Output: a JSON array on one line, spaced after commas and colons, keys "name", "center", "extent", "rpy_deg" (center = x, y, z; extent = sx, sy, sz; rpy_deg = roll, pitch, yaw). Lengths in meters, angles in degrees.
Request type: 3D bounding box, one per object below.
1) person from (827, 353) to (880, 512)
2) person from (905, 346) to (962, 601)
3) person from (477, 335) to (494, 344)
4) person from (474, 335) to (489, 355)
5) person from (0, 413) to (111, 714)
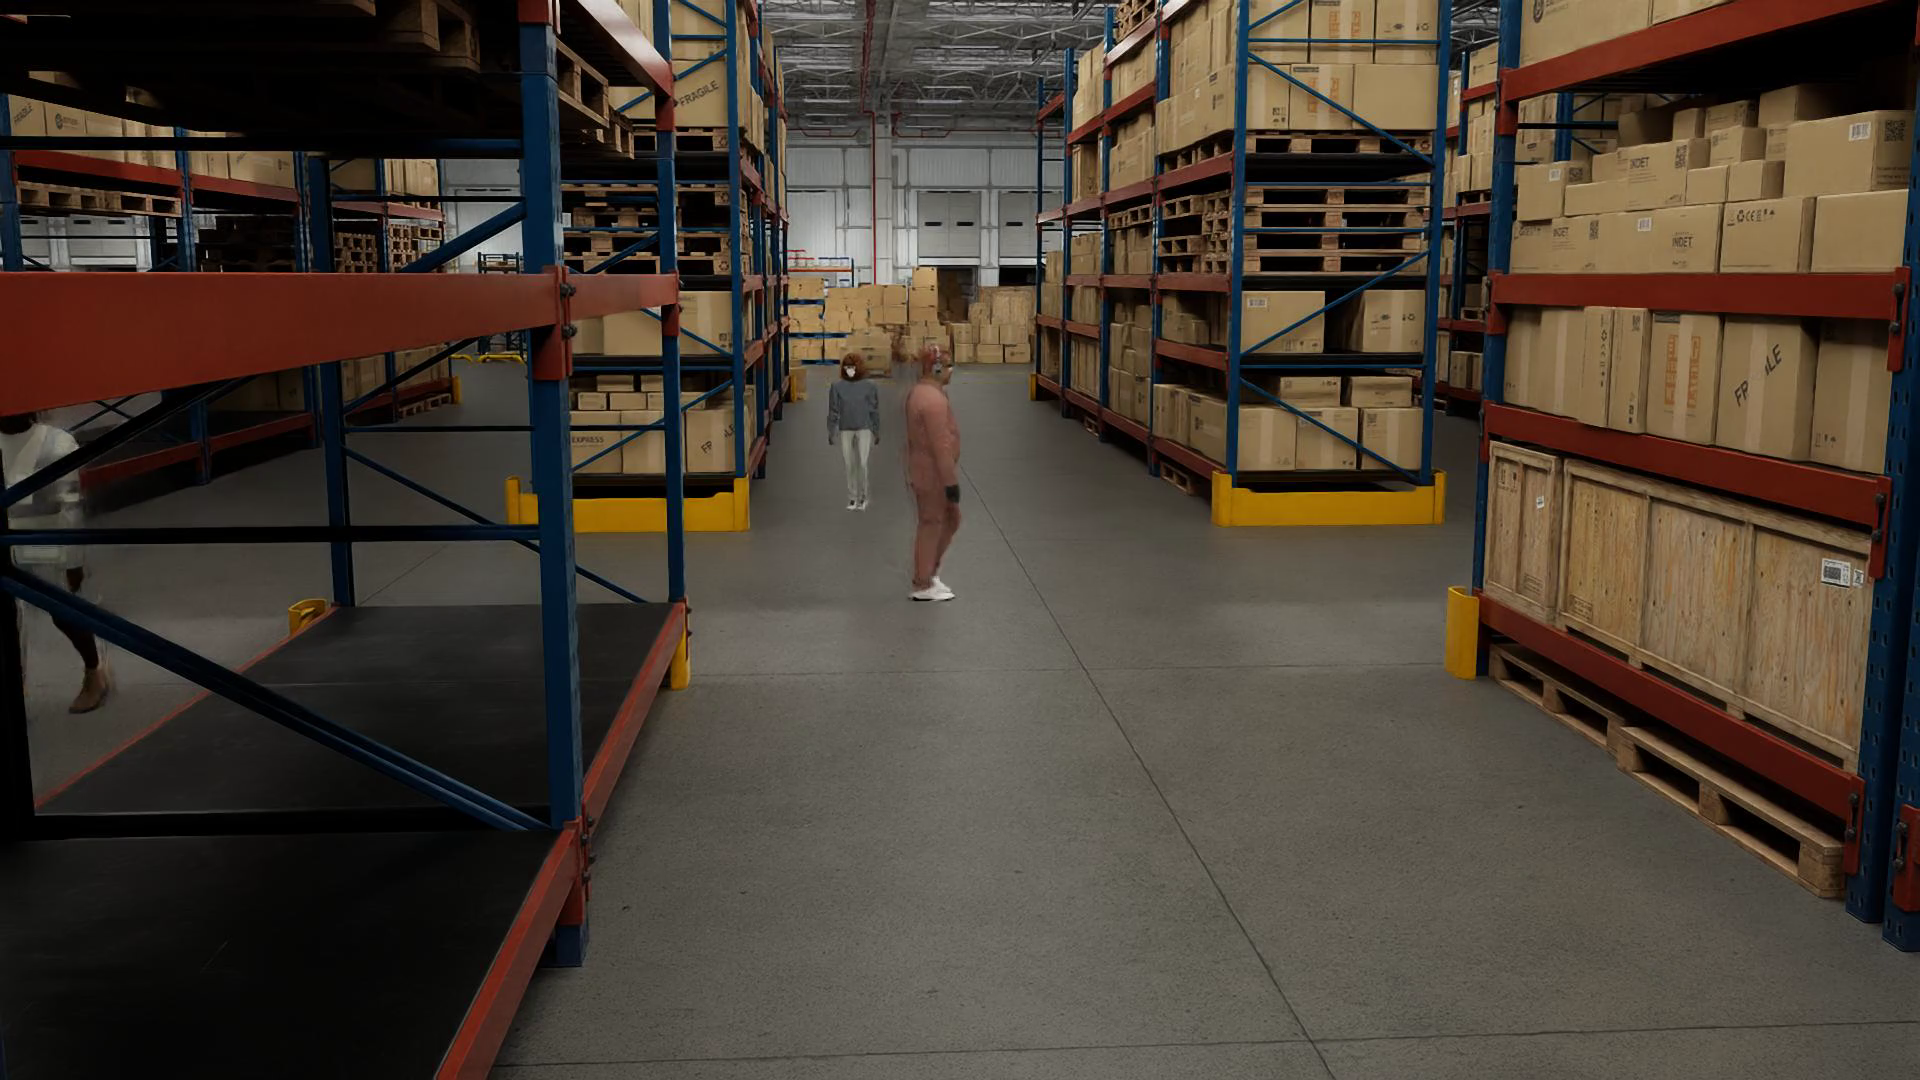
[{"name": "person", "center": [-1.095, -1.081, 16.891], "extent": [0.524, 1.610, 0.645], "rpy_deg": [1, 9, 8]}, {"name": "person", "center": [-0.153, -0.479, 12.233], "extent": [0.484, 1.887, 0.661], "rpy_deg": [-2, 9, -9]}, {"name": "person", "center": [-16.683, -7.827, 58.431], "extent": [0.599, 1.878, 1.016], "rpy_deg": [-7, 12, -39]}, {"name": "person", "center": [-14.382, -6.471, 50.030], "extent": [0.505, 1.838, 0.349], "rpy_deg": [2, 9, 14]}, {"name": "person", "center": [-4.877, 0.030, 8.776], "extent": [0.611, 1.992, 1.057], "rpy_deg": [0, 9, 1]}]
